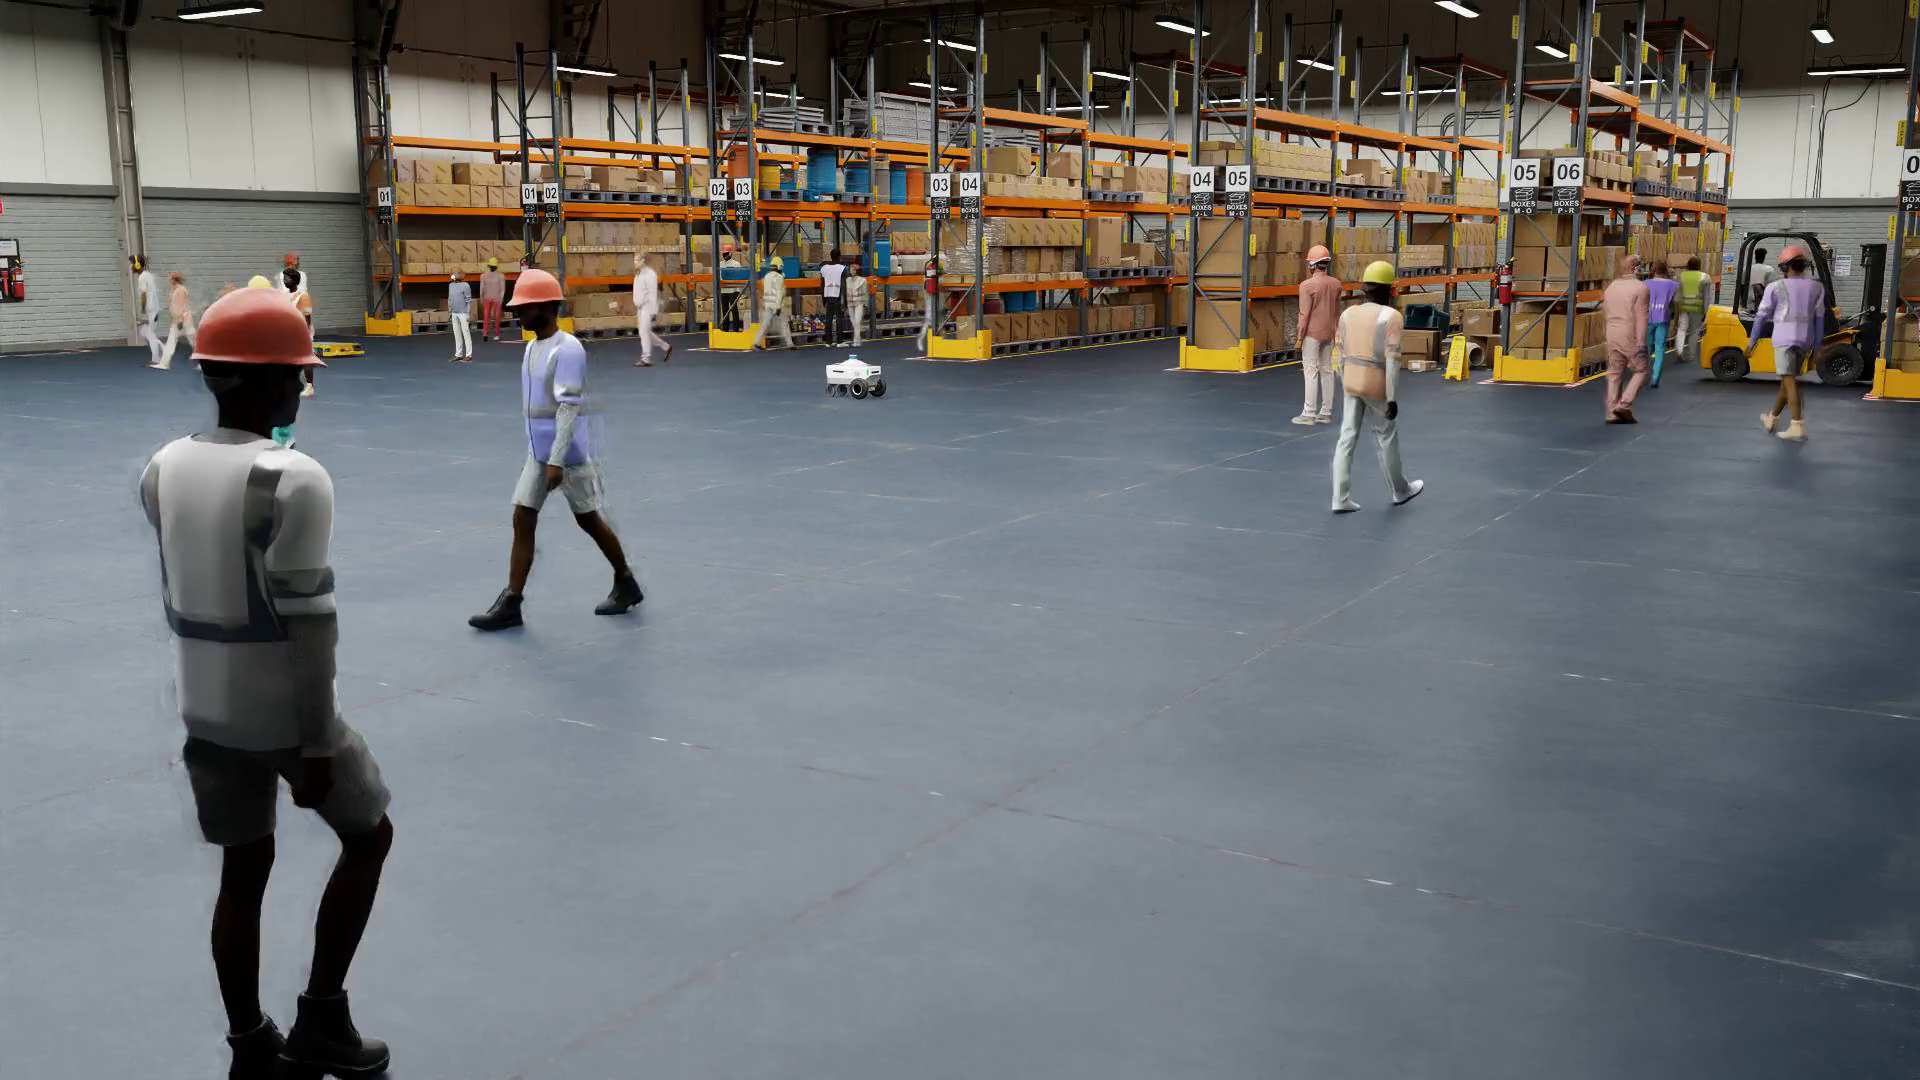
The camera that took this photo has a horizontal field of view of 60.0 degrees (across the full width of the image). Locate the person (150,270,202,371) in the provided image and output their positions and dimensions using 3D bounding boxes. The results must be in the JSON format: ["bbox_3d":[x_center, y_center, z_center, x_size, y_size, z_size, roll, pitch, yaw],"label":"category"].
[{"bbox_3d":[-12.417,-3.485,26.452,0.886,1.590,0.533,-9,13,-40],"label":"person"}]

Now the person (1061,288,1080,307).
[{"bbox_3d":[2.840,-6.238,41.349,0.530,1.798,0.984,6,12,30],"label":"person"}]

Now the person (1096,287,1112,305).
[{"bbox_3d":[4.057,-7.195,46.505,0.847,1.892,0.585,-5,11,-28],"label":"person"}]

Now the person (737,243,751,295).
[{"bbox_3d":[-5.490,-6.499,42.118,0.639,2.031,0.483,7,12,35],"label":"person"}]

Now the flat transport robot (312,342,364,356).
[{"bbox_3d":[-11.473,-3.442,29.928,1.431,0.197,0.652,6,12,31],"label":"flat transport robot"}]

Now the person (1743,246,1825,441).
[{"bbox_3d":[8.599,-2.055,17.358,0.640,1.973,1.046,-1,10,-6],"label":"person"}]

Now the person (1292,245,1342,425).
[{"bbox_3d":[3.996,-2.286,18.620,0.611,1.995,0.375,-7,12,-34],"label":"person"}]

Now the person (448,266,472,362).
[{"bbox_3d":[-8.552,-3.855,28.422,0.507,1.632,0.272,6,12,30],"label":"person"}]

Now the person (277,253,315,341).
[{"bbox_3d":[-10.799,-3.738,27.107,0.604,1.862,0.547,4,11,19],"label":"person"}]

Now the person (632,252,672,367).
[{"bbox_3d":[-5.096,-3.796,27.385,0.661,1.887,0.658,-6,12,-30],"label":"person"}]

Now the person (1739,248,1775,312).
[{"bbox_3d":[15.571,-4.736,32.553,0.611,1.918,0.942,4,11,23],"label":"person"}]

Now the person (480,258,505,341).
[{"bbox_3d":[-9.703,-4.987,34.534,0.521,1.710,0.890,-2,10,-11],"label":"person"}]

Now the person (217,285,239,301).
[{"bbox_3d":[-7.562,-1.857,17.349,0.506,1.581,0.861,-2,10,-9],"label":"person"}]

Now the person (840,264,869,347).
[{"bbox_3d":[-2.081,-4.537,32.304,0.508,1.605,0.770,5,11,25],"label":"person"}]

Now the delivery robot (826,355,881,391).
[{"bbox_3d":[-1.404,-2.192,21.863,0.707,0.478,0.477,6,12,31],"label":"delivery robot"}]

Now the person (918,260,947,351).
[{"bbox_3d":[-0.500,-4.420,31.366,0.493,1.713,0.797,6,12,29],"label":"person"}]

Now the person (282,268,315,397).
[{"bbox_3d":[-8.771,-2.733,21.960,0.541,1.696,0.315,6,12,30],"label":"person"}]

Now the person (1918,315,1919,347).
[{"bbox_3d":[11.702,-2.430,19.678,0.662,1.896,0.951,7,12,34],"label":"person"}]

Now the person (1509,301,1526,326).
[{"bbox_3d":[13.746,-6.230,40.871,0.636,1.937,0.358,6,12,30],"label":"person"}]

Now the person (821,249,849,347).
[{"bbox_3d":[-2.454,-4.725,32.506,0.595,1.915,0.371,6,12,29],"label":"person"}]

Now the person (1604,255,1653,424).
[{"bbox_3d":[7.462,-2.222,18.543,0.431,1.891,0.676,-4,11,-20],"label":"person"}]

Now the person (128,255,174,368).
[{"bbox_3d":[-13.184,-3.709,27.020,0.446,1.844,0.517,-4,11,-19],"label":"person"}]

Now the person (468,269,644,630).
[{"bbox_3d":[-2.134,-0.484,8.842,0.986,1.895,0.565,-10,14,-44],"label":"person"}]

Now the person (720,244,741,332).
[{"bbox_3d":[-5.035,-5.421,36.178,0.623,1.993,0.384,6,12,30],"label":"person"}]

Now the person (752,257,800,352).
[{"bbox_3d":[-3.499,-4.384,31.018,0.923,1.784,0.606,-8,13,-38],"label":"person"}]

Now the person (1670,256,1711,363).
[{"bbox_3d":[12.389,-3.909,28.252,0.629,1.809,0.924,6,12,30],"label":"person"}]

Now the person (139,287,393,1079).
[{"bbox_3d":[-1.608,0.380,3.903,0.552,1.923,0.470,4,11,20],"label":"person"}]

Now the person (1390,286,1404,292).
[{"bbox_3d":[10.314,-5.902,39.280,0.548,1.852,0.418,6,12,30],"label":"person"}]

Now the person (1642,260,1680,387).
[{"bbox_3d":[9.882,-3.071,23.596,0.589,1.792,0.990,3,11,18],"label":"person"}]

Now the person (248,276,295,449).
[{"bbox_3d":[-6.530,-1.631,15.728,0.541,1.724,0.908,1,10,6],"label":"person"}]

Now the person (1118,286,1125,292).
[{"bbox_3d":[4.654,-7.038,45.570,1.052,1.875,0.635,7,12,34],"label":"person"}]

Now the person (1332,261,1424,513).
[{"bbox_3d":[3.161,-1.156,12.603,0.954,1.876,0.612,-8,13,-39],"label":"person"}]
